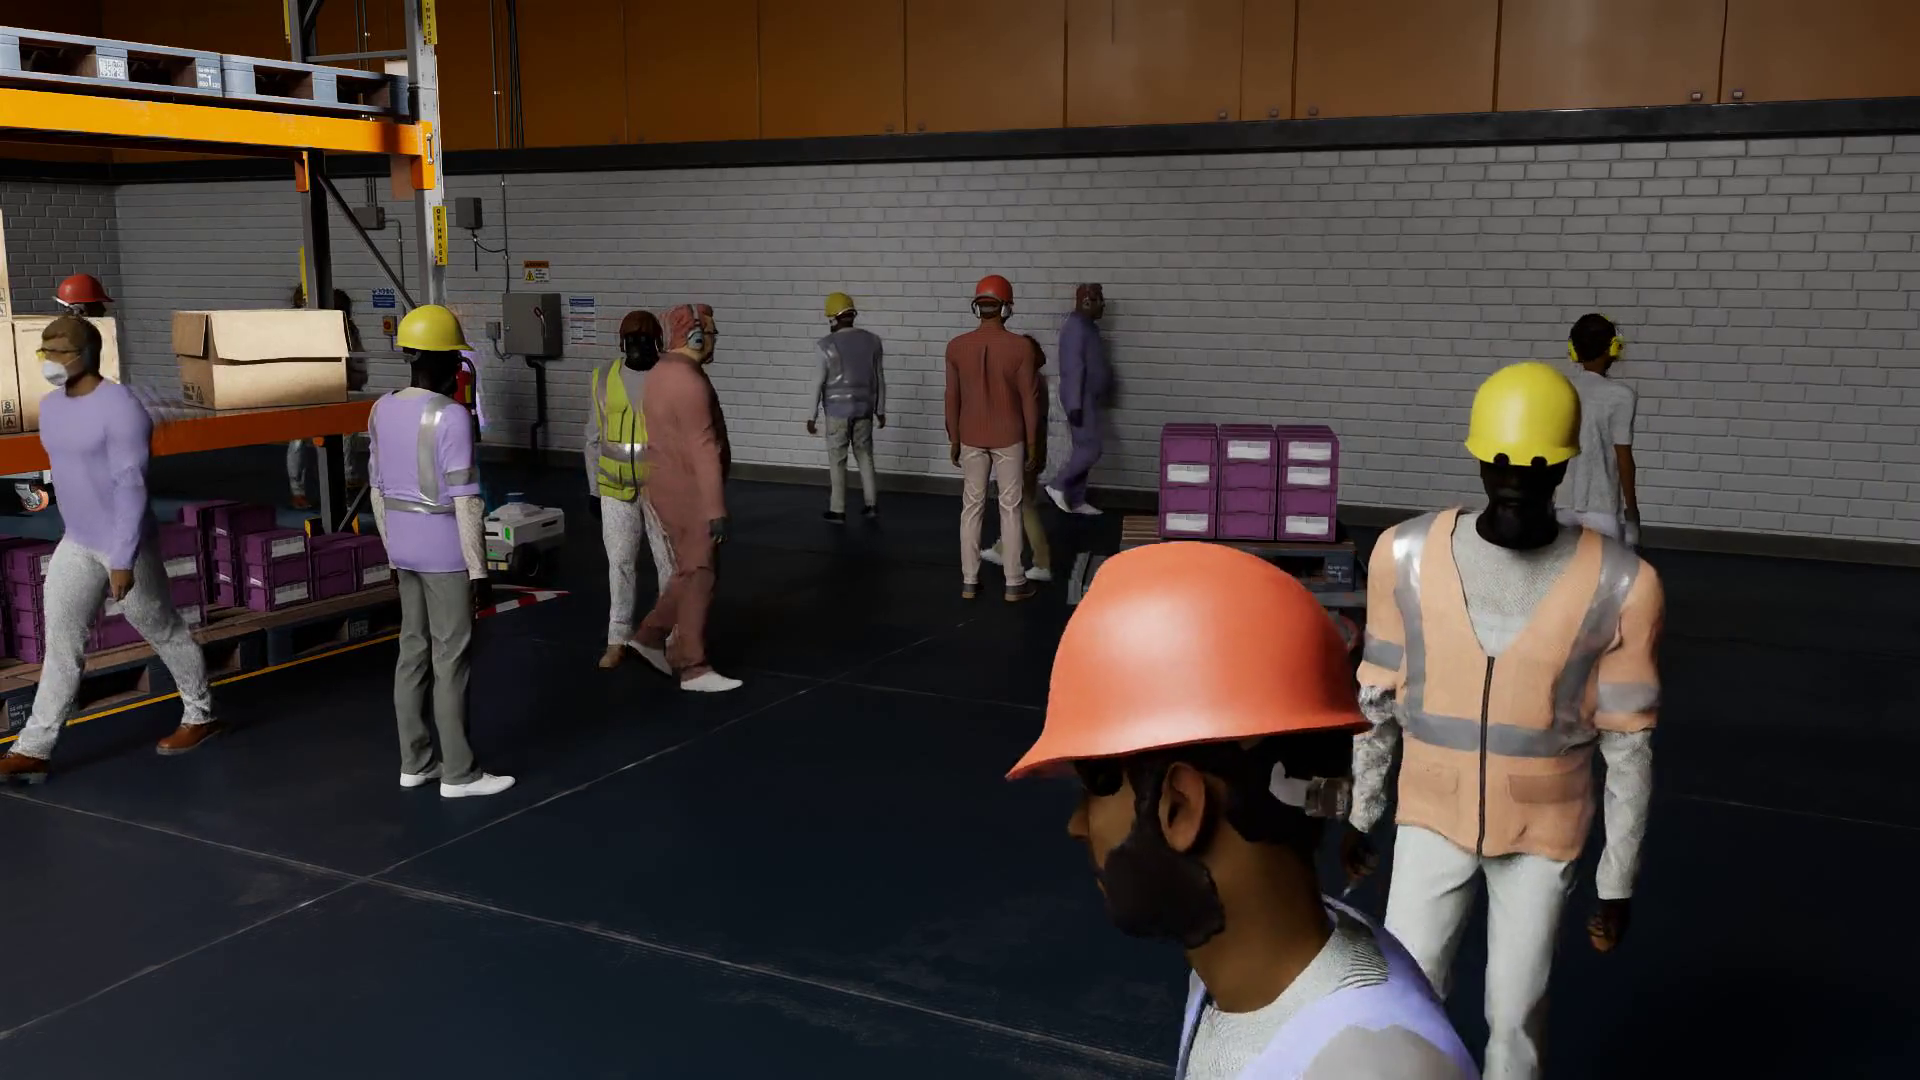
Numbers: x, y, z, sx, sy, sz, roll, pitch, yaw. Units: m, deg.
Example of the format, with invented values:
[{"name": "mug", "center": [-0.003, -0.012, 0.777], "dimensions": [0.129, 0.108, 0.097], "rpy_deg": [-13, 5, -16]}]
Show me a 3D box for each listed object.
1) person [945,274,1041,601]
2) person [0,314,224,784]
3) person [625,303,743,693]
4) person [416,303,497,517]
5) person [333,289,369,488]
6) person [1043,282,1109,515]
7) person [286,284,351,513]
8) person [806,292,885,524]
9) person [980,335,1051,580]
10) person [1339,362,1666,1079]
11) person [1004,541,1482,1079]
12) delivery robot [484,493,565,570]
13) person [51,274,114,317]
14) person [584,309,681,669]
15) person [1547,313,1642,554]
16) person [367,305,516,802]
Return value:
[{"name": "person", "center": [0.209, -0.620, 10.199], "dimensions": [0.608, 1.994, 0.382], "rpy_deg": [4, 10, 20]}, {"name": "person", "center": [-3.501, 0.031, 6.769], "dimensions": [0.652, 1.878, 1.035], "rpy_deg": [5, 11, 27]}, {"name": "person", "center": [-1.315, -0.190, 8.018], "dimensions": [0.434, 1.893, 0.660], "rpy_deg": [-4, 11, -21]}, {"name": "person", "center": [-3.585, -0.755, 11.597], "dimensions": [0.959, 1.794, 0.565], "rpy_deg": [-1, 10, -5]}, {"name": "person", "center": [-5.488, -1.319, 14.808], "dimensions": [0.434, 1.811, 0.708], "rpy_deg": [-1, 10, -5]}, {"name": "person", "center": [0.990, -1.115, 13.360], "dimensions": [0.433, 1.889, 0.664], "rpy_deg": [2, 10, 12]}, {"name": "person", "center": [-5.301, -1.143, 13.566], "dimensions": [0.640, 1.893, 1.011], "rpy_deg": [-7, 12, -34]}, {"name": "person", "center": [-0.889, -1.024, 13.031], "dimensions": [0.643, 1.819, 0.423], "rpy_deg": [-6, 11, -31]}, {"name": "person", "center": [0.345, -0.547, 10.940], "dimensions": [0.685, 1.593, 0.541], "rpy_deg": [4, 11, 22]}, {"name": "person", "center": [1.085, 0.589, 3.424], "dimensions": [0.631, 1.910, 0.431], "rpy_deg": [5, 11, 26]}, {"name": "person", "center": [0.324, 0.946, 1.417], "dimensions": [0.710, 1.886, 0.558], "rpy_deg": [1, 10, 7]}, {"name": "delivery robot", "center": [-2.899, -0.068, 10.892], "dimensions": [0.477, 0.478, 0.707], "rpy_deg": [3, 10, 18]}, {"name": "person", "center": [-5.392, -0.642, 10.321], "dimensions": [0.381, 1.996, 0.608], "rpy_deg": [-7, 12, -34]}, {"name": "person", "center": [-1.615, -0.251, 8.514], "dimensions": [0.622, 1.843, 0.429], "rpy_deg": [1, 10, 3]}, {"name": "person", "center": [2.920, -0.113, 7.718], "dimensions": [0.432, 1.850, 0.636], "rpy_deg": [-6, 12, -32]}, {"name": "person", "center": [-2.035, 0.054, 6.488], "dimensions": [0.594, 1.926, 0.366], "rpy_deg": [7, 12, 36]}]
